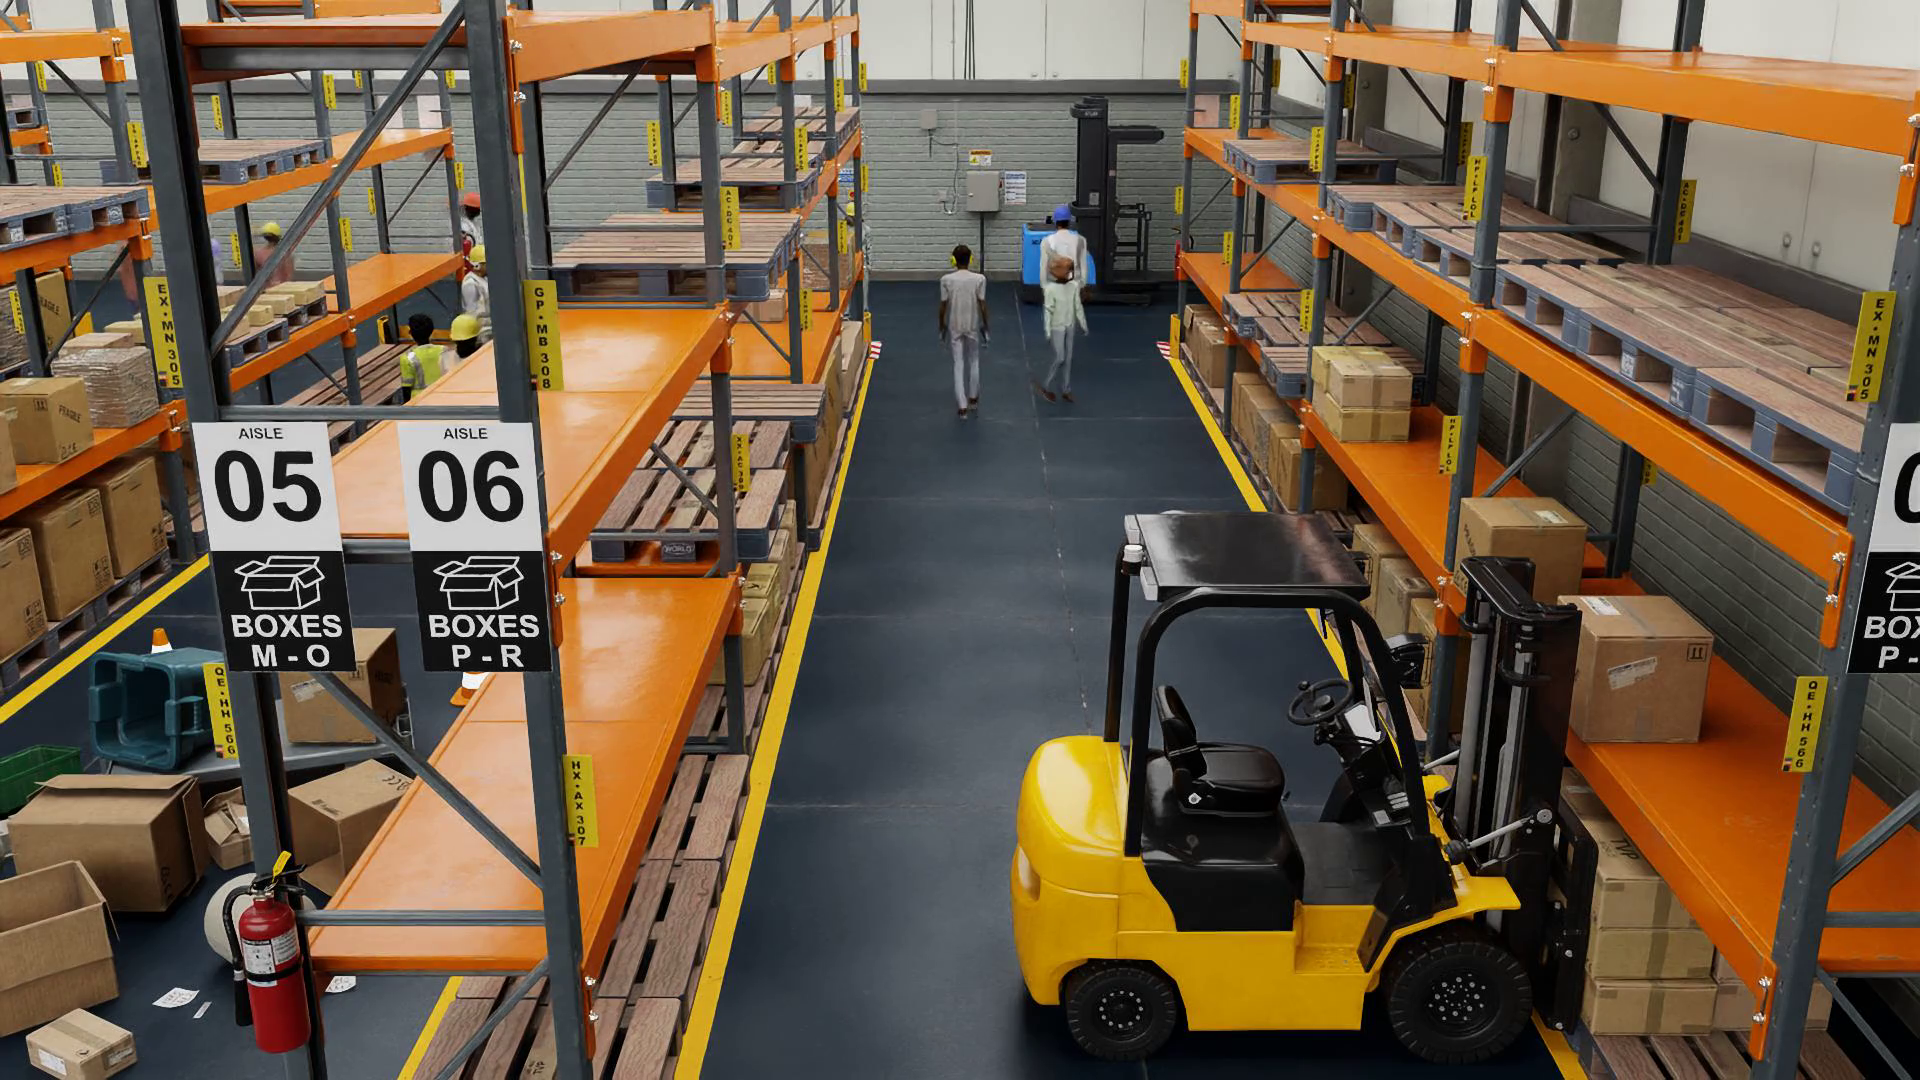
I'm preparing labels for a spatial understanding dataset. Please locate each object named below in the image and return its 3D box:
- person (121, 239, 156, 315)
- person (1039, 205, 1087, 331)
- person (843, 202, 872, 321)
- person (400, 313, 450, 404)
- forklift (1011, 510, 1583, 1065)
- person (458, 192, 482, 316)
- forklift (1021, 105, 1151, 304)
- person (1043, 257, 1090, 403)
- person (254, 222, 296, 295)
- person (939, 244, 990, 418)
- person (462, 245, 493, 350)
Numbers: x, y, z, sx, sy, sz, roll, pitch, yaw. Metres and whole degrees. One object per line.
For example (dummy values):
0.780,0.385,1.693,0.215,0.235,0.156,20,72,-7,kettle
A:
-9.717,-2.918,19.766,0.457,1.958,0.656,-16,24,-40,person
1.290,-3.131,20.464,0.621,1.930,0.647,-5,19,-15,person
-1.417,-3.673,22.394,0.485,1.736,0.322,-4,19,-12,person
-4.764,-1.192,14.957,0.320,1.693,0.534,14,23,36,person
1.387,1.055,7.378,2.313,2.155,1.214,0,18,0,forklift
-6.482,-3.671,22.121,0.494,1.902,0.549,1,18,4,person
1.857,-4.944,24.441,1.873,2.768,1.129,0,18,0,forklift
1.175,-2.326,18.497,0.508,1.625,0.412,-17,25,-41,person
-8.448,-3.061,20.573,0.522,1.720,0.921,-1,18,-2,person
0.043,-2.294,18.088,0.544,1.822,0.910,-1,18,-2,person
-5.186,-2.300,18.114,0.411,1.821,0.605,-1,18,-2,person
